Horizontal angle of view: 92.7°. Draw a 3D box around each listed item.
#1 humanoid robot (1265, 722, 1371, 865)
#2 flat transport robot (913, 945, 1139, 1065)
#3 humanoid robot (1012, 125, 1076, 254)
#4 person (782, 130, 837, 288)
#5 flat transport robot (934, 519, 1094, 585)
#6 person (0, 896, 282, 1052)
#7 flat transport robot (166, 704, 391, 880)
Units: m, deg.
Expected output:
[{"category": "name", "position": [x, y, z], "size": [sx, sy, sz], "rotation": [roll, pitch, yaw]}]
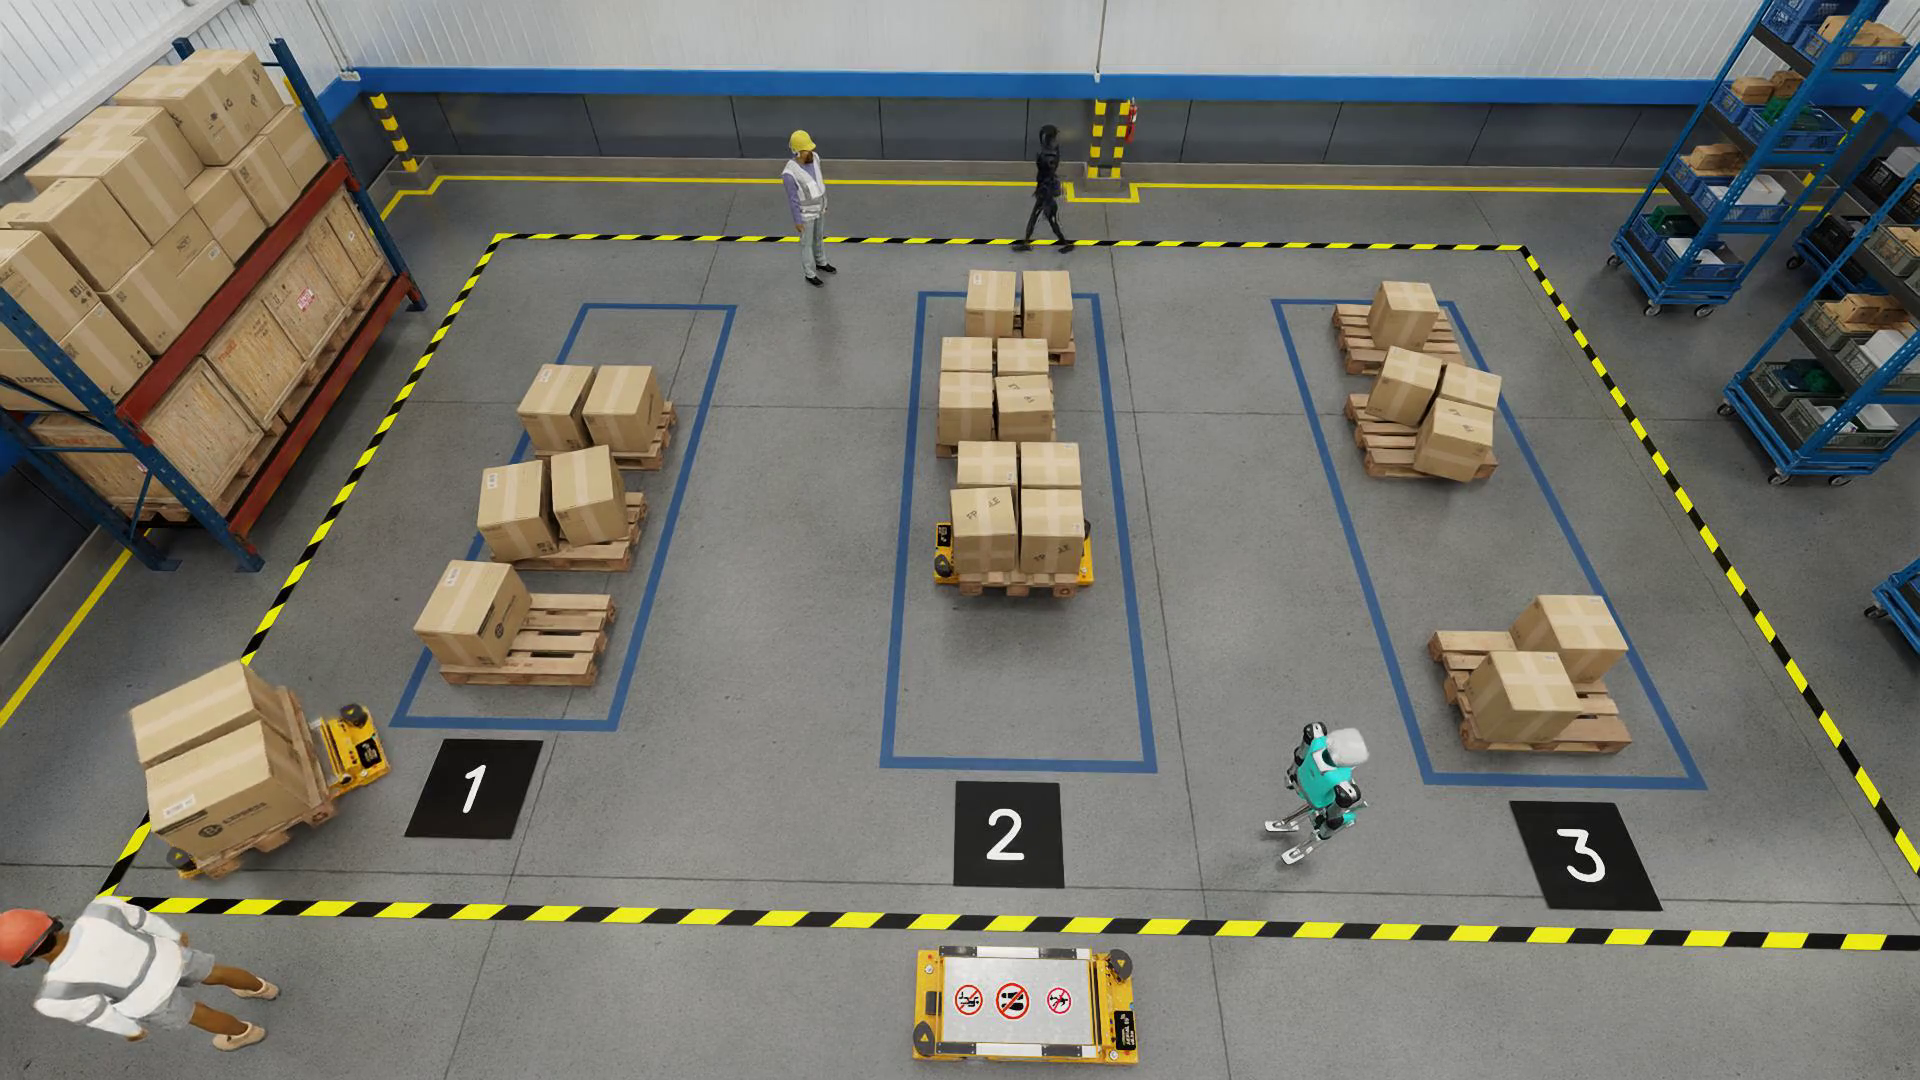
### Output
[{"category": "humanoid robot", "position": [2.501, 1.681, 6.085], "size": [0.735, 1.672, 0.533], "rotation": [-11, 52, -9]}, {"category": "flat transport robot", "position": [0.422, 3.041, 6.007], "size": [1.431, 0.231, 0.659], "rotation": [1, 51, 1]}, {"category": "humanoid robot", "position": [1.064, -4.154, 11.006], "size": [0.788, 1.646, 0.595], "rotation": [-7, 51, -6]}, {"category": "person", "position": [-1.727, -3.825, 10.592], "size": [0.404, 1.837, 0.590], "rotation": [22, 54, 17]}, {"category": "flat transport robot", "position": [0.490, 0.087, 8.397], "size": [1.431, 0.197, 0.652], "rotation": [1, 51, 1]}, {"category": "person", "position": [-4.698, 2.536, 5.280], "size": [0.390, 2.037, 0.604], "rotation": [-1, 51, -1]}, {"category": "flat transport robot", "position": [-5.189, 1.861, 6.951], "size": [1.431, 0.197, 0.652], "rotation": [-30, 57, -22]}]
